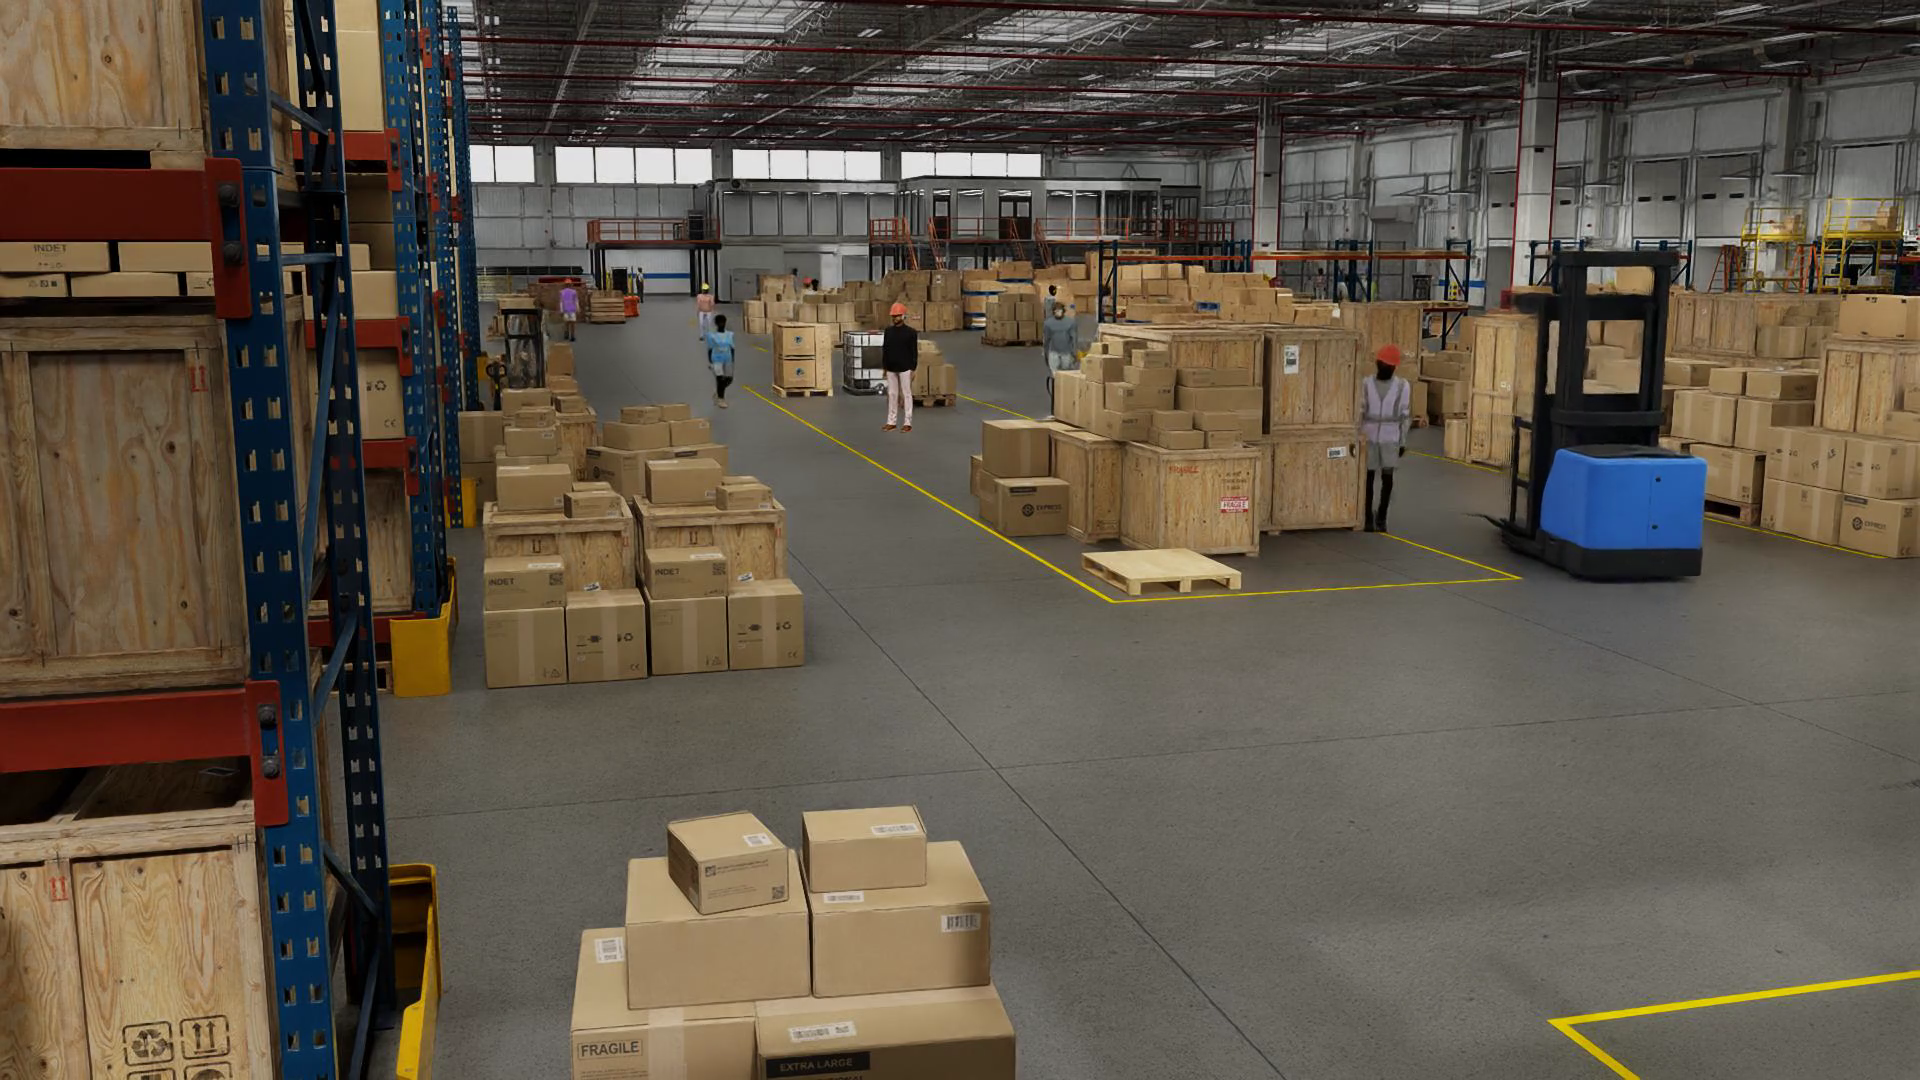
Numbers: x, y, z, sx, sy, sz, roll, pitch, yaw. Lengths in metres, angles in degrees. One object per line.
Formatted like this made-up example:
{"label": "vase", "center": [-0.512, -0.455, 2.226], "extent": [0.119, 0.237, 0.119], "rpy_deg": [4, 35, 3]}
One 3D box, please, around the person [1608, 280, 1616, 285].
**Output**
{"label": "person", "center": [18.887, -6.580, 48.207], "extent": [0.623, 1.903, 0.651], "rpy_deg": [8, 13, 38]}

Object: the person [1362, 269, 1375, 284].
{"label": "person", "center": [18.133, -11.112, 73.912], "extent": [0.655, 1.902, 0.685], "rpy_deg": [0, 10, 0]}

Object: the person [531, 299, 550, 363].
{"label": "person", "center": [-10.016, -4.976, 39.921], "extent": [0.526, 1.625, 0.552], "rpy_deg": [4, 11, 23]}

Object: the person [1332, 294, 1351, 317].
{"label": "person", "center": [7.788, -4.044, 33.842], "extent": [0.630, 1.908, 0.940], "rpy_deg": [-2, 10, -14]}

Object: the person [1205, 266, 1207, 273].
{"label": "person", "center": [11.837, -12.297, 80.475], "extent": [0.360, 1.938, 0.546], "rpy_deg": [-1, 10, -4]}

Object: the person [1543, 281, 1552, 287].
{"label": "person", "center": [14.214, -5.274, 40.416], "extent": [0.683, 2.000, 0.537], "rpy_deg": [3, 10, 17]}

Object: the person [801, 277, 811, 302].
{"label": "person", "center": [-4.790, -7.375, 52.740], "extent": [1.000, 1.879, 0.546], "rpy_deg": [1, 10, 5]}

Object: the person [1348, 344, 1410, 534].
{"label": "person", "center": [4.172, -1.002, 16.593], "extent": [0.577, 1.902, 0.621], "rpy_deg": [3, 10, 15]}

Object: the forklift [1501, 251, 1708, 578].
{"label": "forklift", "center": [5.779, -1.170, 14.798], "extent": [1.129, 2.768, 1.873], "rpy_deg": [0, 10, -2]}

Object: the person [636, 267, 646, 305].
{"label": "person", "center": [-15.746, -12.498, 81.874], "extent": [0.507, 1.845, 0.339], "rpy_deg": [8, 13, 37]}

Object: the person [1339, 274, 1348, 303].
{"label": "person", "center": [14.245, -8.877, 61.389], "extent": [0.496, 1.844, 0.477], "rpy_deg": [1, 10, 6]}

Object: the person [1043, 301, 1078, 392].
{"label": "person", "center": [1.795, -3.335, 29.867], "extent": [0.630, 1.897, 1.014], "rpy_deg": [1, 10, 3]}

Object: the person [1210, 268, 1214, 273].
{"label": "person", "center": [12.403, -12.502, 81.851], "extent": [0.586, 1.871, 0.642], "rpy_deg": [1, 10, 4]}

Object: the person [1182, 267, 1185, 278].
{"label": "person", "center": [10.307, -11.455, 75.728], "extent": [1.054, 1.944, 0.625], "rpy_deg": [-1, 10, -8]}

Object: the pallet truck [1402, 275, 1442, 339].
{"label": "pallet truck", "center": [14.620, -7.324, 52.145], "extent": [0.823, 1.965, 1.885], "rpy_deg": [8, 13, 40]}

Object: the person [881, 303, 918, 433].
{"label": "person", "center": [-0.943, -2.652, 25.696], "extent": [0.611, 1.996, 0.378], "rpy_deg": [6, 11, 29]}

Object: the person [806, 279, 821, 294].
{"label": "person", "center": [-4.350, -6.782, 49.336], "extent": [0.607, 1.914, 1.009], "rpy_deg": [-9, 14, -43]}

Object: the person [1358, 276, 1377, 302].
{"label": "person", "center": [15.057, -8.857, 61.421], "extent": [0.635, 1.798, 0.954], "rpy_deg": [-1, 10, -5]}

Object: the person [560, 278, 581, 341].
{"label": "person", "center": [-11.810, -6.974, 50.408], "extent": [0.583, 1.911, 0.451], "rpy_deg": [1, 10, 6]}

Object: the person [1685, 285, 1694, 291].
{"label": "person", "center": [18.566, -5.551, 42.443], "extent": [0.652, 1.878, 1.030], "rpy_deg": [7, 12, 33]}

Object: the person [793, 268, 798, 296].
{"label": "person", "center": [-7.773, -11.706, 77.401], "extent": [0.852, 1.855, 0.617], "rpy_deg": [1, 10, 6]}

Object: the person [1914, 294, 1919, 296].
{"label": "person", "center": [23.957, -5.355, 41.911], "extent": [0.707, 1.679, 0.534], "rpy_deg": [9, 13, 41]}

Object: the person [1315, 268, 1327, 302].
{"label": "person", "center": [17.210, -12.066, 79.457], "extent": [0.621, 1.838, 0.429], "rpy_deg": [10, 14, 44]}

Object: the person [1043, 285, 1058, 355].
{"label": "person", "center": [2.418, -5.816, 44.010], "extent": [0.338, 1.861, 0.505], "rpy_deg": [-9, 13, -40]}

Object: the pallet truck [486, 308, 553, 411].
{"label": "pallet truck", "center": [-6.242, -2.418, 24.362], "extent": [0.823, 1.965, 1.885], "rpy_deg": [1, 10, 3]}

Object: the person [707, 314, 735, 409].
{"label": "person", "center": [-4.270, -3.186, 29.613], "extent": [0.540, 1.682, 0.540], "rpy_deg": [-6, 12, -32]}

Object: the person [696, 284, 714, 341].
{"label": "person", "center": [-7.742, -6.900, 50.519], "extent": [0.532, 1.729, 0.853], "rpy_deg": [-1, 10, -5]}

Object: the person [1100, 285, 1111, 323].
{"label": "person", "center": [3.865, -5.832, 44.046], "extent": [0.404, 1.867, 0.614], "rpy_deg": [3, 10, 15]}
